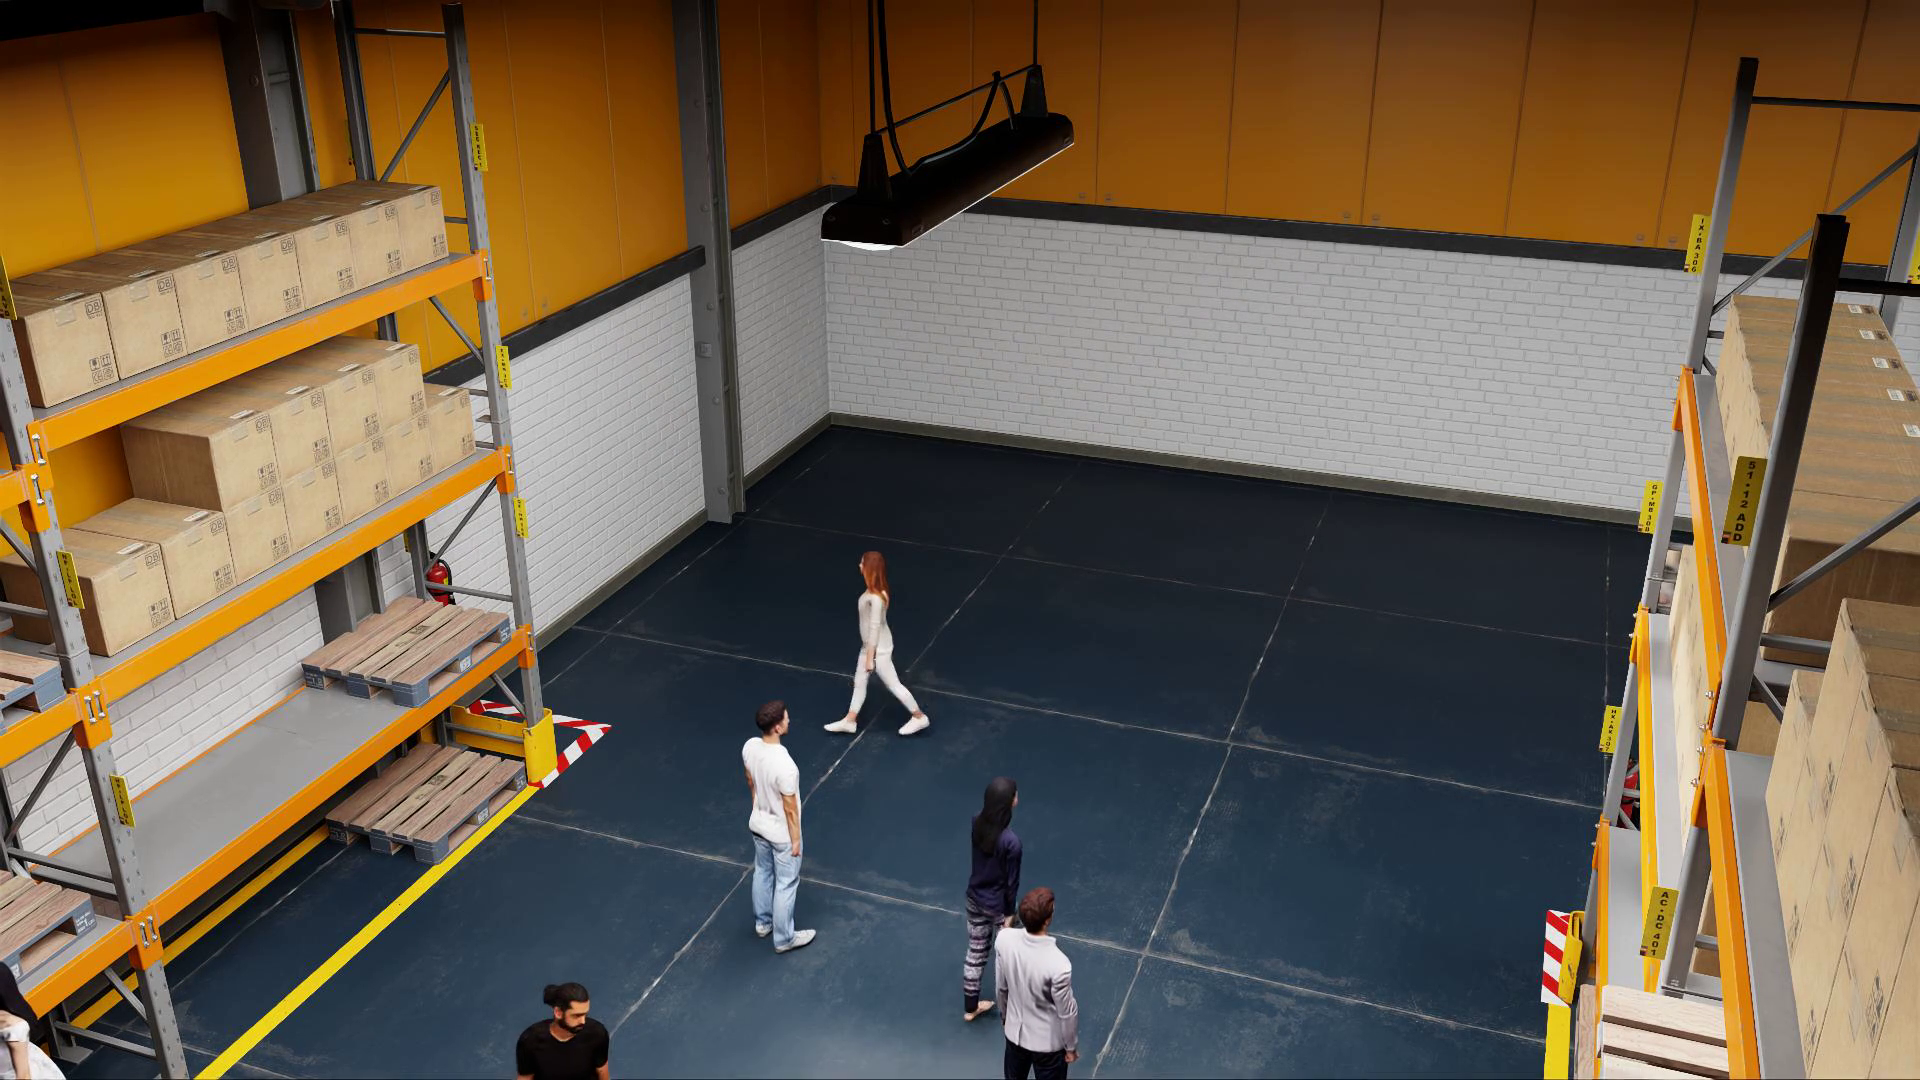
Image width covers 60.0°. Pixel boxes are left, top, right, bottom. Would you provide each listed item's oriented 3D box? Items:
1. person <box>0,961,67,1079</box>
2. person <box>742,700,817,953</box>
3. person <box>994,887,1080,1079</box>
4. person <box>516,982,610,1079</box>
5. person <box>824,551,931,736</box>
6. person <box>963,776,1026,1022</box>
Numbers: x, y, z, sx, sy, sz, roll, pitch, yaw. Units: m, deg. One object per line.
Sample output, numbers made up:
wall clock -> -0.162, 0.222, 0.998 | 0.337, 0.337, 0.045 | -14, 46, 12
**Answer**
person -> -4.989, 2.978, 8.898 | 0.799, 1.769, 0.775 | -18, 30, -36
person -> -1.253, 1.916, 11.215 | 0.739, 1.861, 0.754 | -21, 31, -39
person -> 0.421, 2.744, 9.330 | 0.744, 1.853, 0.695 | 18, 29, 35
person -> -2.111, 3.026, 8.856 | 1.017, 1.715, 1.235 | -3, 24, -6
person -> -0.596, 0.896, 13.777 | 0.985, 1.677, 1.145 | -2, 24, -4
person -> 0.146, 2.300, 10.530 | 0.842, 1.704, 1.023 | 21, 31, 39
